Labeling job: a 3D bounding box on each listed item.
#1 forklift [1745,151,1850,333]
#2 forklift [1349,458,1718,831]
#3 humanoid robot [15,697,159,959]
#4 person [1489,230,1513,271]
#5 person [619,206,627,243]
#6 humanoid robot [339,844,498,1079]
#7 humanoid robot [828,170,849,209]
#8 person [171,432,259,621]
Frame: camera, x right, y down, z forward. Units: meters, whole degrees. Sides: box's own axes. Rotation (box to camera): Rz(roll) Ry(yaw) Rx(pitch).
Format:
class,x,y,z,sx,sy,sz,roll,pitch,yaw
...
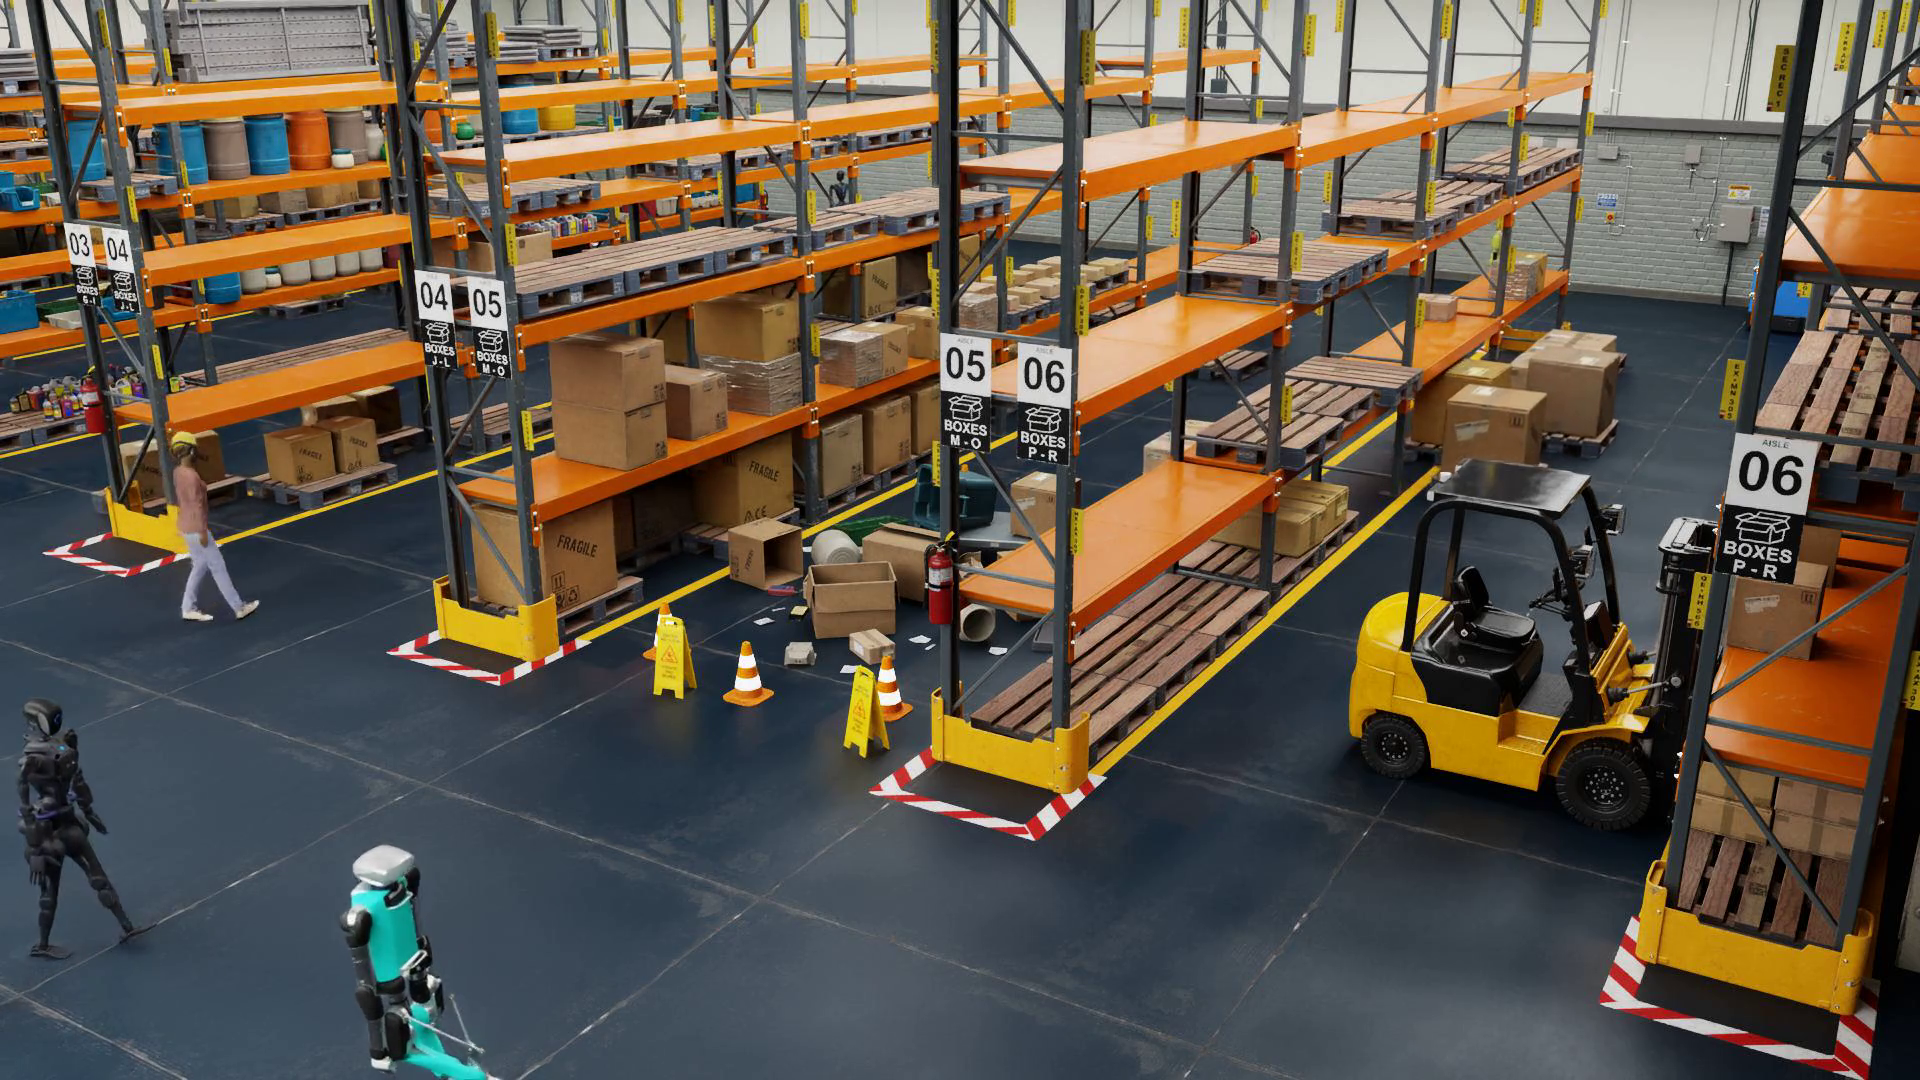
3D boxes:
class,x,y,z,sx,sy,sz,roll,pitch,yaw
forklift,13.620,-4.667,26.137,1.873,2.768,1.129,11,22,29
forklift,3.988,0.658,11.776,2.313,2.155,1.214,11,22,29
humanoid robot,-5.160,1.676,9.639,0.691,1.634,0.612,2,19,5
person,8.984,-4.575,27.654,0.317,1.695,0.539,16,24,38
person,-6.353,-5.927,31.497,0.543,1.738,0.996,1,19,3
humanoid robot,-2.422,2.287,7.830,1.033,1.776,0.543,4,19,11
humanoid robot,-2.424,-6.688,33.820,0.616,1.633,0.657,-9,21,-25
person,-6.686,-0.107,14.729,0.627,1.695,0.588,-13,23,-32
